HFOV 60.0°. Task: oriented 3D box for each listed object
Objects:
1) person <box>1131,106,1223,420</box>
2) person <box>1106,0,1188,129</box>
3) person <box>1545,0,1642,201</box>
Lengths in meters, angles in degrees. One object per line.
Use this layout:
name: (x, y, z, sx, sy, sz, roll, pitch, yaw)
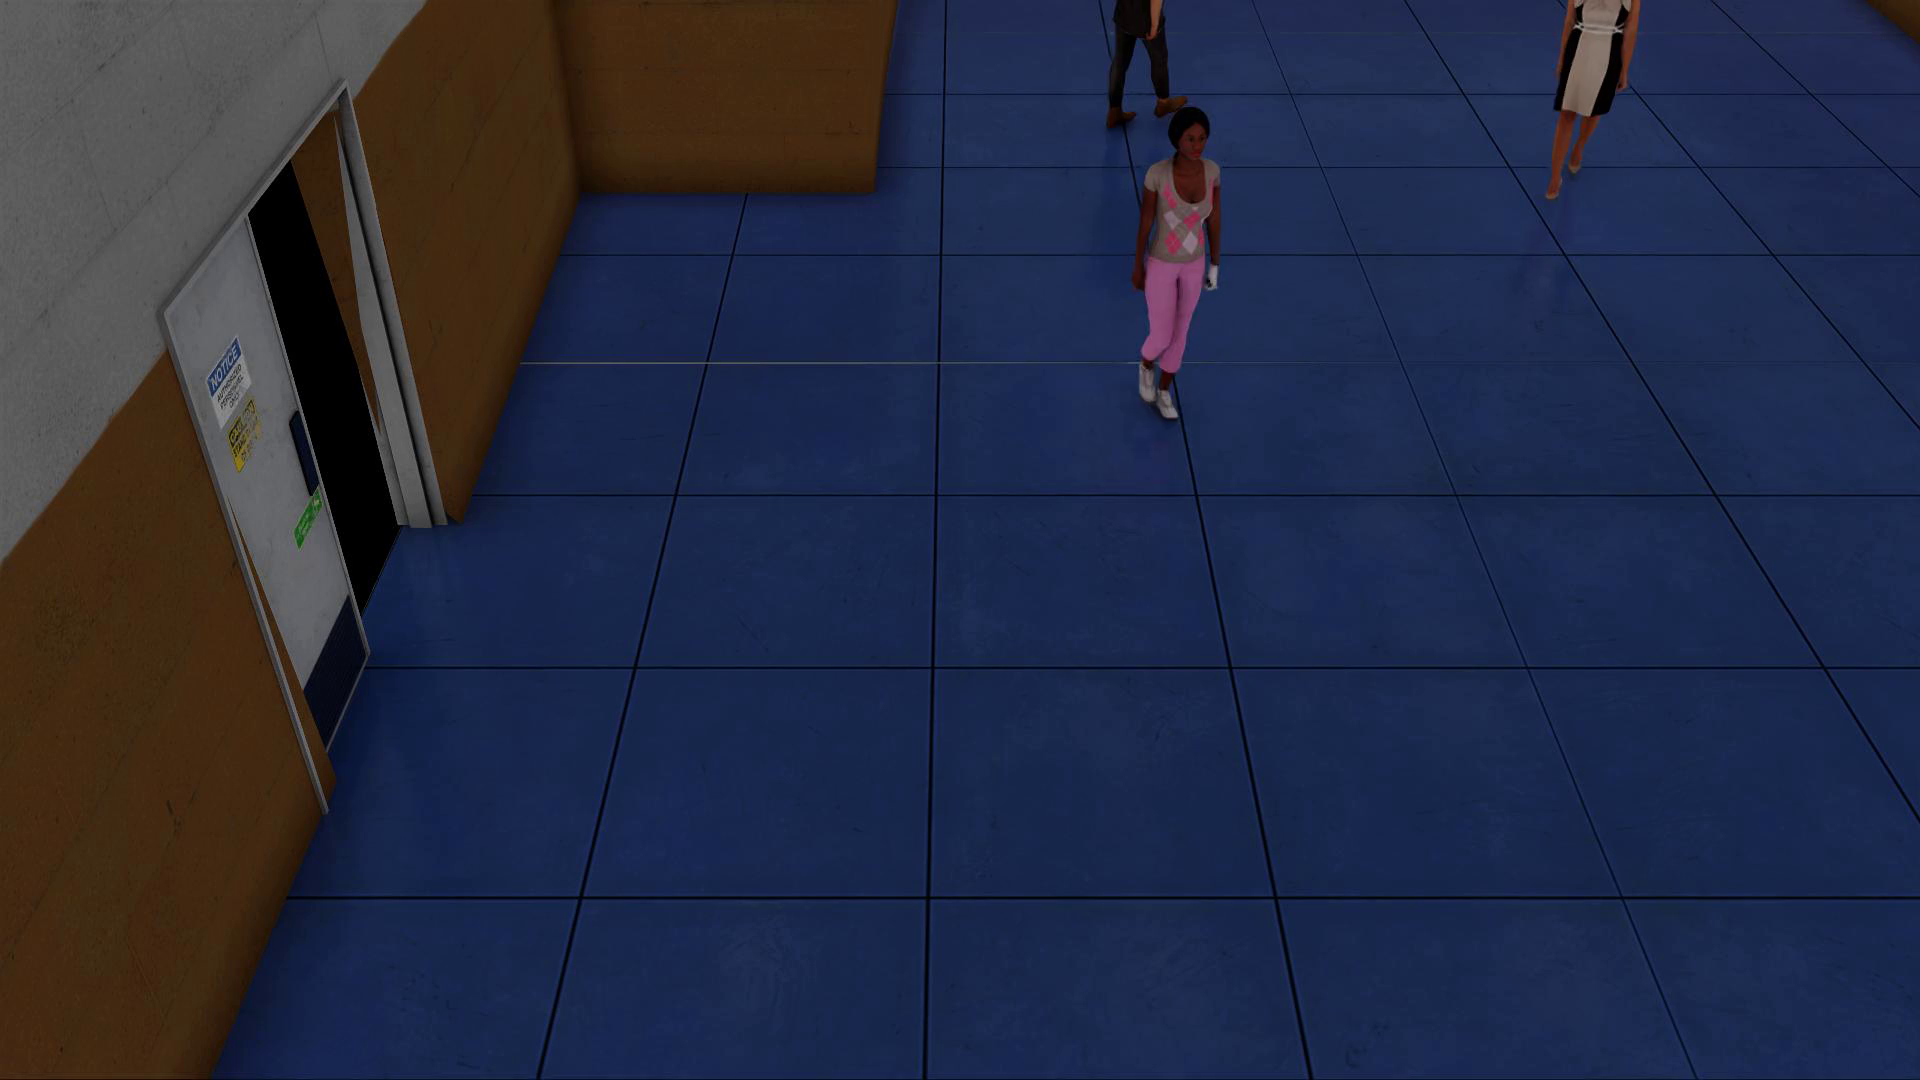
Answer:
person: (1.094, -1.456, 8.706, 0.677, 1.735, 0.751, -10, 38, -13)
person: (1.215, -3.733, 11.777, 1.006, 1.690, 0.932, -29, 46, -33)
person: (4.198, -3.150, 10.984, 1.106, 1.709, 0.979, 15, 39, 19)
